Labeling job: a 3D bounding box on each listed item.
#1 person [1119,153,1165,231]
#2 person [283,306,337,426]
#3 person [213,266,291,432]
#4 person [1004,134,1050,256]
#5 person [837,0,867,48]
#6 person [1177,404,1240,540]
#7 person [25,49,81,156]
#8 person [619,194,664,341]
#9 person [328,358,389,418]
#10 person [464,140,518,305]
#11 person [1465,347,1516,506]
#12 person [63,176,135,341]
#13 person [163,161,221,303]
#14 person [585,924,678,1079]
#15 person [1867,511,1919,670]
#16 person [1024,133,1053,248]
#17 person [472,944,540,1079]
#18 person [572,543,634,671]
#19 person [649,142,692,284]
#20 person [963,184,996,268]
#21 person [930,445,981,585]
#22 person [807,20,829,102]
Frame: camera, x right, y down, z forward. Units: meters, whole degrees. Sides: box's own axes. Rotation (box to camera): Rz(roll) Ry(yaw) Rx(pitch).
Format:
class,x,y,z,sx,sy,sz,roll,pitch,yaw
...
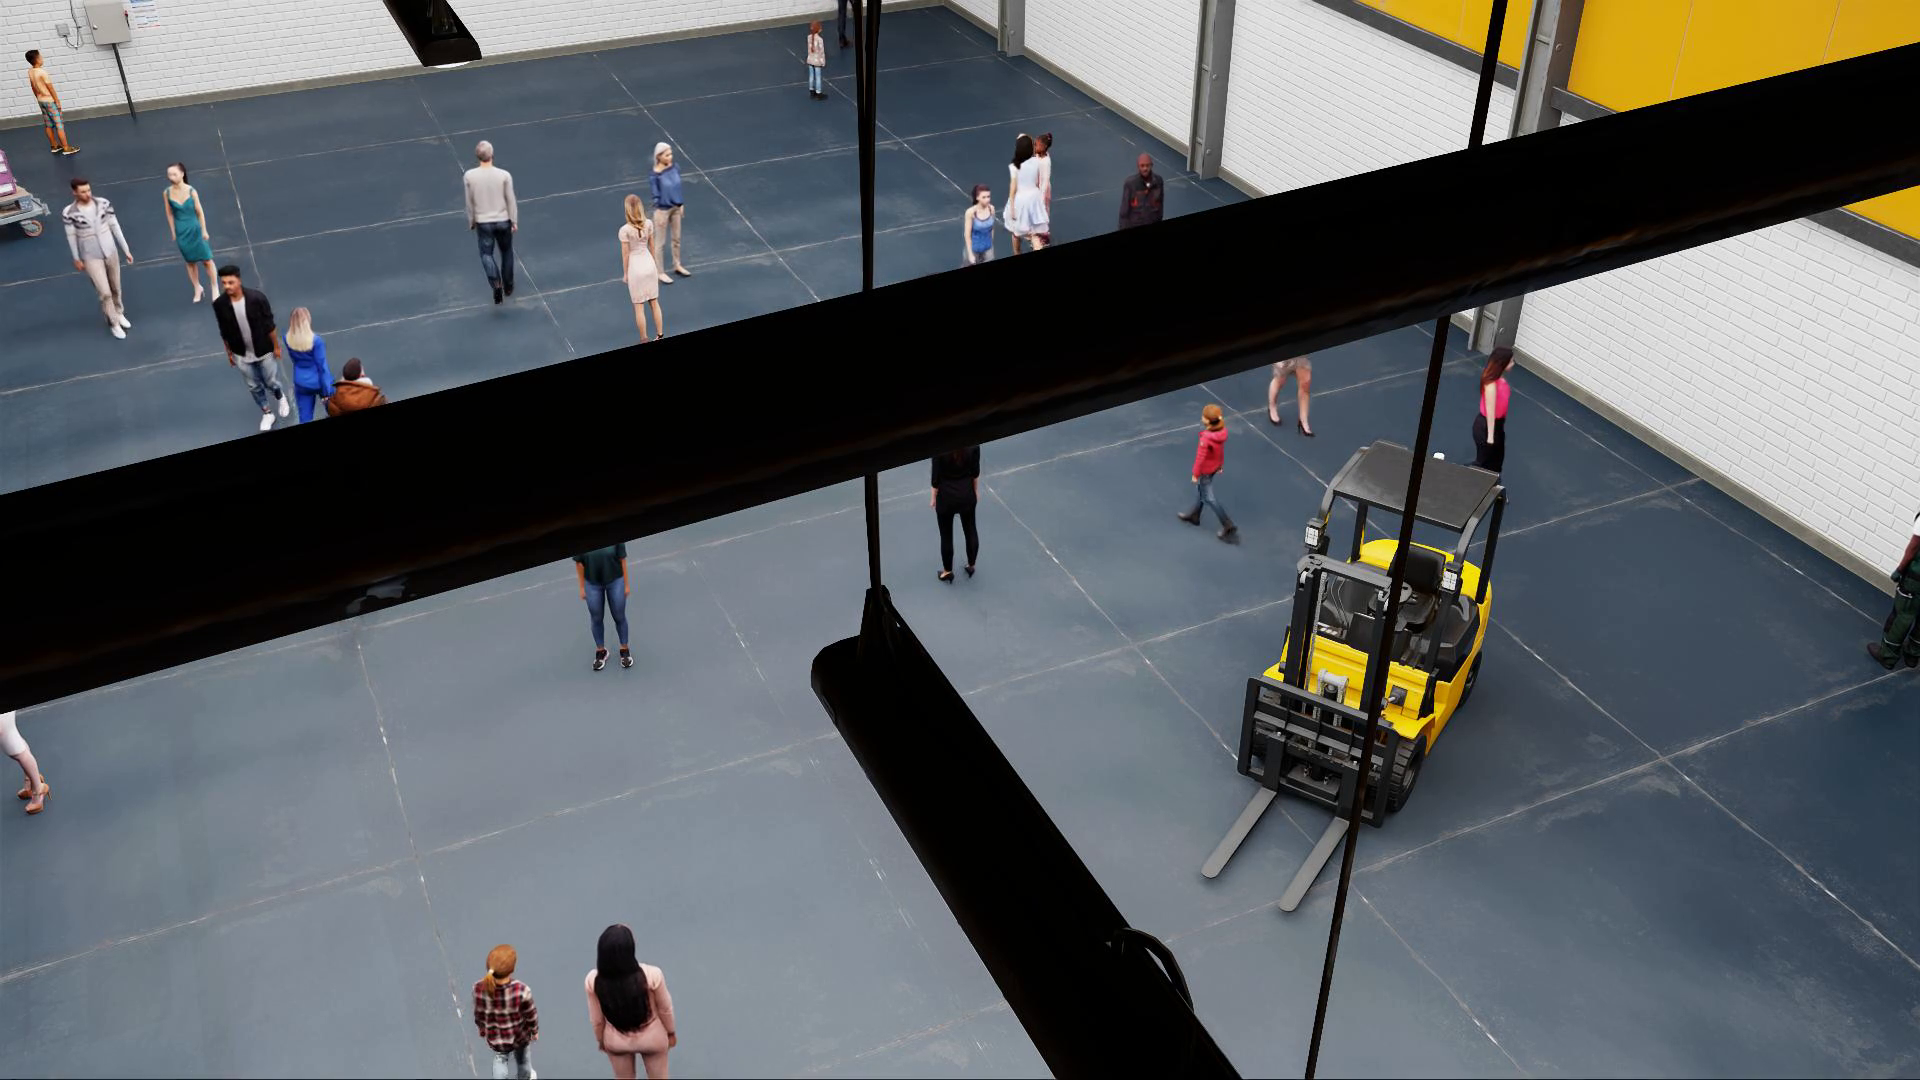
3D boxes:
class,x,y,z,sx,sy,sz,roll,pitch,yaw
person,2.068,-3.650,19.311,0.901,1.795,1.315,-6,34,-9
person,-6.302,-1.428,16.079,1.003,1.673,1.165,6,34,9
person,-7.127,-1.994,16.819,0.812,1.796,0.824,-4,34,-5
person,0.822,-3.843,19.624,0.734,1.770,1.240,-9,35,-13
person,-1.903,-9.020,27.413,1.111,1.769,1.127,15,36,21
person,2.331,-0.614,15.194,0.958,1.297,0.796,21,39,28
person,-12.838,-6.170,23.404,0.597,1.461,0.661,12,36,18
person,-3.475,-2.908,18.163,0.612,1.829,0.563,-22,40,-30
person,-5.306,-0.748,14.933,0.961,1.808,1.220,-3,34,-5
person,-5.391,-3.627,19.189,0.847,1.892,1.091,-7,34,-10
person,4.876,-1.025,15.499,0.997,1.643,0.904,14,36,20
person,-9.680,-3.225,18.631,0.981,1.839,0.887,25,41,32
person,-8.911,-3.558,19.270,0.605,1.688,0.572,-4,34,-6
person,-1.869,2.870,9.567,0.685,1.722,0.655,-2,34,-3
person,7.815,0.246,13.409,0.771,1.840,0.749,-1,34,-2
person,1.018,-4.377,20.725,0.643,1.441,0.492,-8,34,-11
person,-2.691,2.945,9.843,0.680,1.292,0.773,0,34,0
person,-2.886,0.332,13.482,0.675,1.616,0.689,-4,34,-6
person,-3.490,-3.917,19.803,0.706,1.695,0.702,25,41,32
person,0.176,-3.326,19.034,0.575,1.562,1.046,-14,36,-20
person,-0.039,-0.361,14.485,0.612,1.659,0.561,-12,35,-17
person,-2.206,-7.332,25.392,0.509,1.195,0.600,24,40,31
